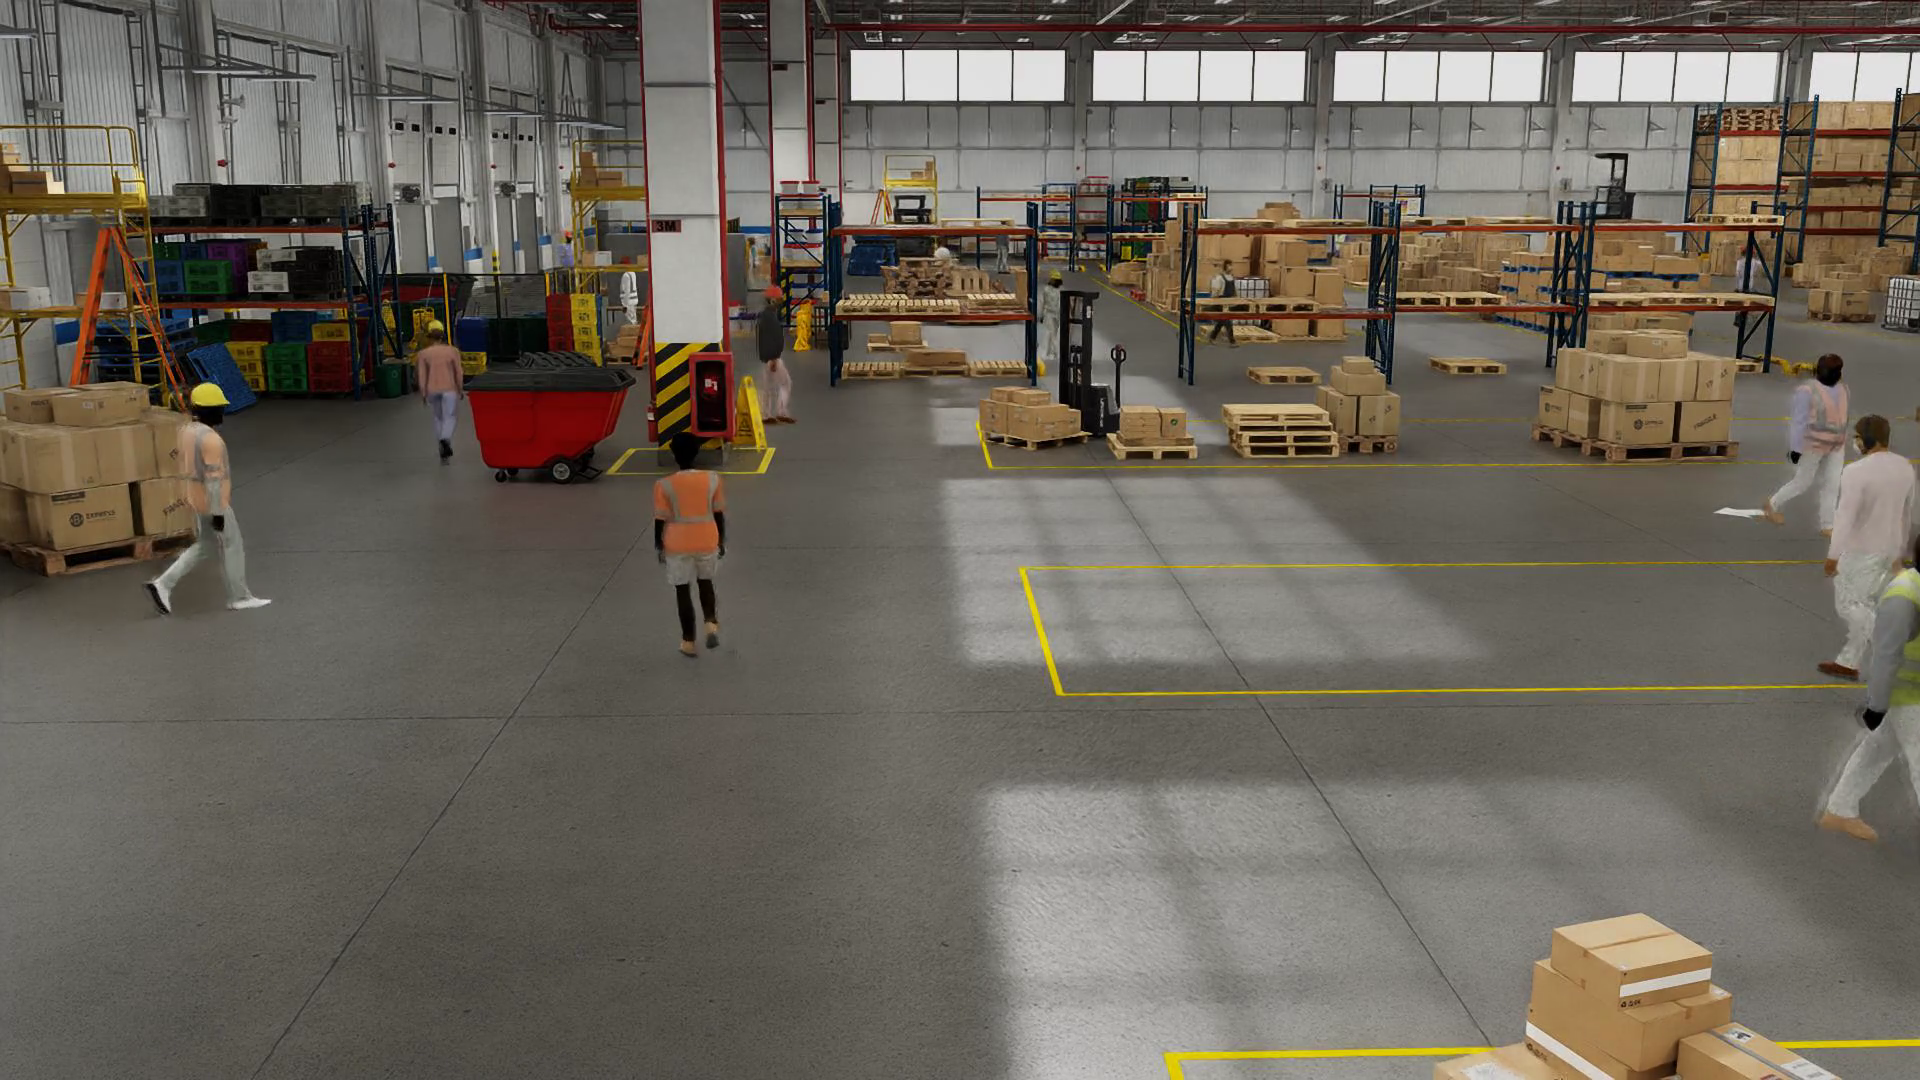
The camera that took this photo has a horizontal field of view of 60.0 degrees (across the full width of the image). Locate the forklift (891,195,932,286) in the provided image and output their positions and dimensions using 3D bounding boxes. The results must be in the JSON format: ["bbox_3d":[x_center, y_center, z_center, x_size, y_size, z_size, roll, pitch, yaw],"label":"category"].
[{"bbox_3d":[-1.569,-9.445,52.366,1.129,2.768,1.873,-2,13,-9],"label":"forklift"}]

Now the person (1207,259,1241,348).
[{"bbox_3d":[5.419,-4.857,34.109,0.525,1.813,0.937,-12,17,-42],"label":"person"}]

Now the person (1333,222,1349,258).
[{"bbox_3d":[12.615,-9.560,55.076,0.372,1.916,0.597,-7,14,-30],"label":"person"}]

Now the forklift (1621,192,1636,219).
[{"bbox_3d":[23.984,-11.175,60.176,1.873,2.768,1.129,0,12,-2],"label":"forklift"}]

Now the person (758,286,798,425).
[{"bbox_3d":[-2.533,-2.590,23.459,0.672,1.975,0.646,-3,13,-14],"label":"person"}]

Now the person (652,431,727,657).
[{"bbox_3d":[-1.996,0.035,12.261,0.556,1.683,0.369,-6,14,-24],"label":"person"}]

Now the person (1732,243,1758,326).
[{"bbox_3d":[18.152,-5.900,38.546,0.552,1.922,0.406,-1,13,-7],"label":"person"}]

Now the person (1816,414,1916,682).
[{"bbox_3d":[6.345,0.104,11.456,0.650,1.912,0.740,-6,14,-25],"label":"person"}]

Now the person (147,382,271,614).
[{"bbox_3d":[-6.126,-0.323,13.427,0.829,1.900,0.590,-10,16,-39],"label":"person"}]

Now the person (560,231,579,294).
[{"bbox_3d":[-11.211,-7.933,47.828,0.556,1.882,0.998,-6,14,-25],"label":"person"}]

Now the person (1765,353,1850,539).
[{"bbox_3d":[8.422,-0.943,16.405,0.632,1.819,0.802,-4,13,-17],"label":"person"}]

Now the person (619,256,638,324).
[{"bbox_3d":[-6.664,-4.754,33.450,0.356,1.885,0.573,1,13,4],"label":"person"}]

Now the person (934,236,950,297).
[{"bbox_3d":[-0.417,-6.851,42.846,0.712,1.920,0.636,7,14,29],"label":"person"}]

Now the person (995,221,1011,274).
[{"bbox_3d":[1.500,-10.284,58.297,0.378,1.940,0.629,-11,17,-41],"label":"person"}]

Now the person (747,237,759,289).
[{"bbox_3d":[-6.232,-8.250,49.792,0.412,1.626,0.530,0,12,0],"label":"person"}]

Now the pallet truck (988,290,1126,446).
[{"bbox_3d":[1.257,-2.299,22.111,1.885,1.965,0.823,-9,15,-35],"label":"pallet truck"}]

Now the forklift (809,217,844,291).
[{"bbox_3d":[-4.375,-8.619,48.637,1.873,2.768,1.129,0,12,-2],"label":"forklift"}]

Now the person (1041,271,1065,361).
[{"bbox_3d":[1.826,-4.232,31.493,0.507,1.692,0.903,-5,13,-22],"label":"person"}]

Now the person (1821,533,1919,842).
[{"bbox_3d":[5.005,0.800,8.612,0.636,1.788,0.984,-11,16,-40],"label":"person"}]

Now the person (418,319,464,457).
[{"bbox_3d":[-6.479,-1.872,20.736,0.529,1.745,0.553,-1,13,-4],"label":"person"}]
